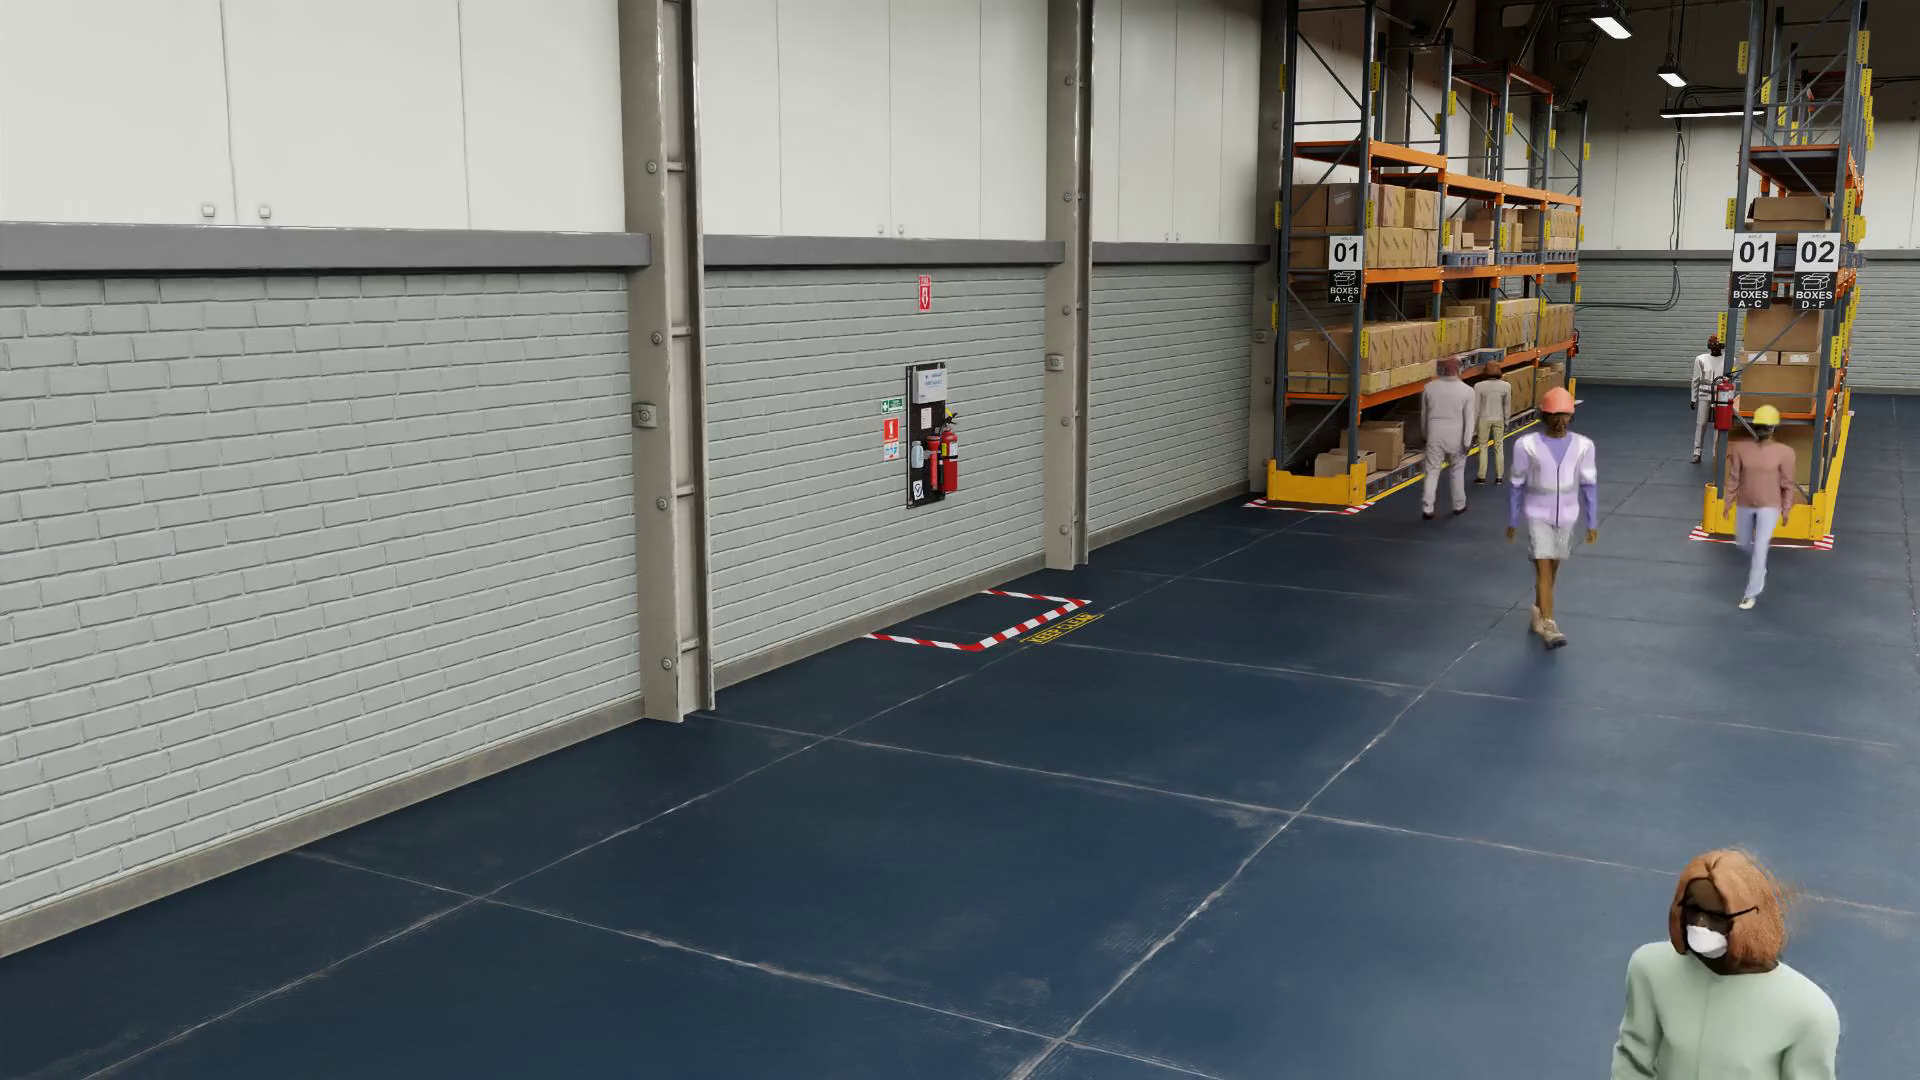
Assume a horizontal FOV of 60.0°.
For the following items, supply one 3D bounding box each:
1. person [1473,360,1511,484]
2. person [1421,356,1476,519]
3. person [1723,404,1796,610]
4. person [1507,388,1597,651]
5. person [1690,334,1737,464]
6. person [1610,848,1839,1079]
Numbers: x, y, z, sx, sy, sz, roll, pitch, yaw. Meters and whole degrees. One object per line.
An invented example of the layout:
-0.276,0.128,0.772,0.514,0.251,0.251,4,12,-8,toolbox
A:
6.972,-1.542,21.862,0.507,1.631,0.275,0,10,-1,person
5.571,-1.167,19.026,0.646,1.859,0.987,6,11,30,person
6.881,-0.306,14.287,0.723,1.746,0.531,-9,13,-43,person
4.573,-0.169,12.775,0.630,1.984,1.031,0,10,3,person
10.853,-2.030,23.983,0.584,1.882,0.337,5,11,28,person
1.773,1.522,3.961,0.345,1.617,0.519,-8,12,-38,person
